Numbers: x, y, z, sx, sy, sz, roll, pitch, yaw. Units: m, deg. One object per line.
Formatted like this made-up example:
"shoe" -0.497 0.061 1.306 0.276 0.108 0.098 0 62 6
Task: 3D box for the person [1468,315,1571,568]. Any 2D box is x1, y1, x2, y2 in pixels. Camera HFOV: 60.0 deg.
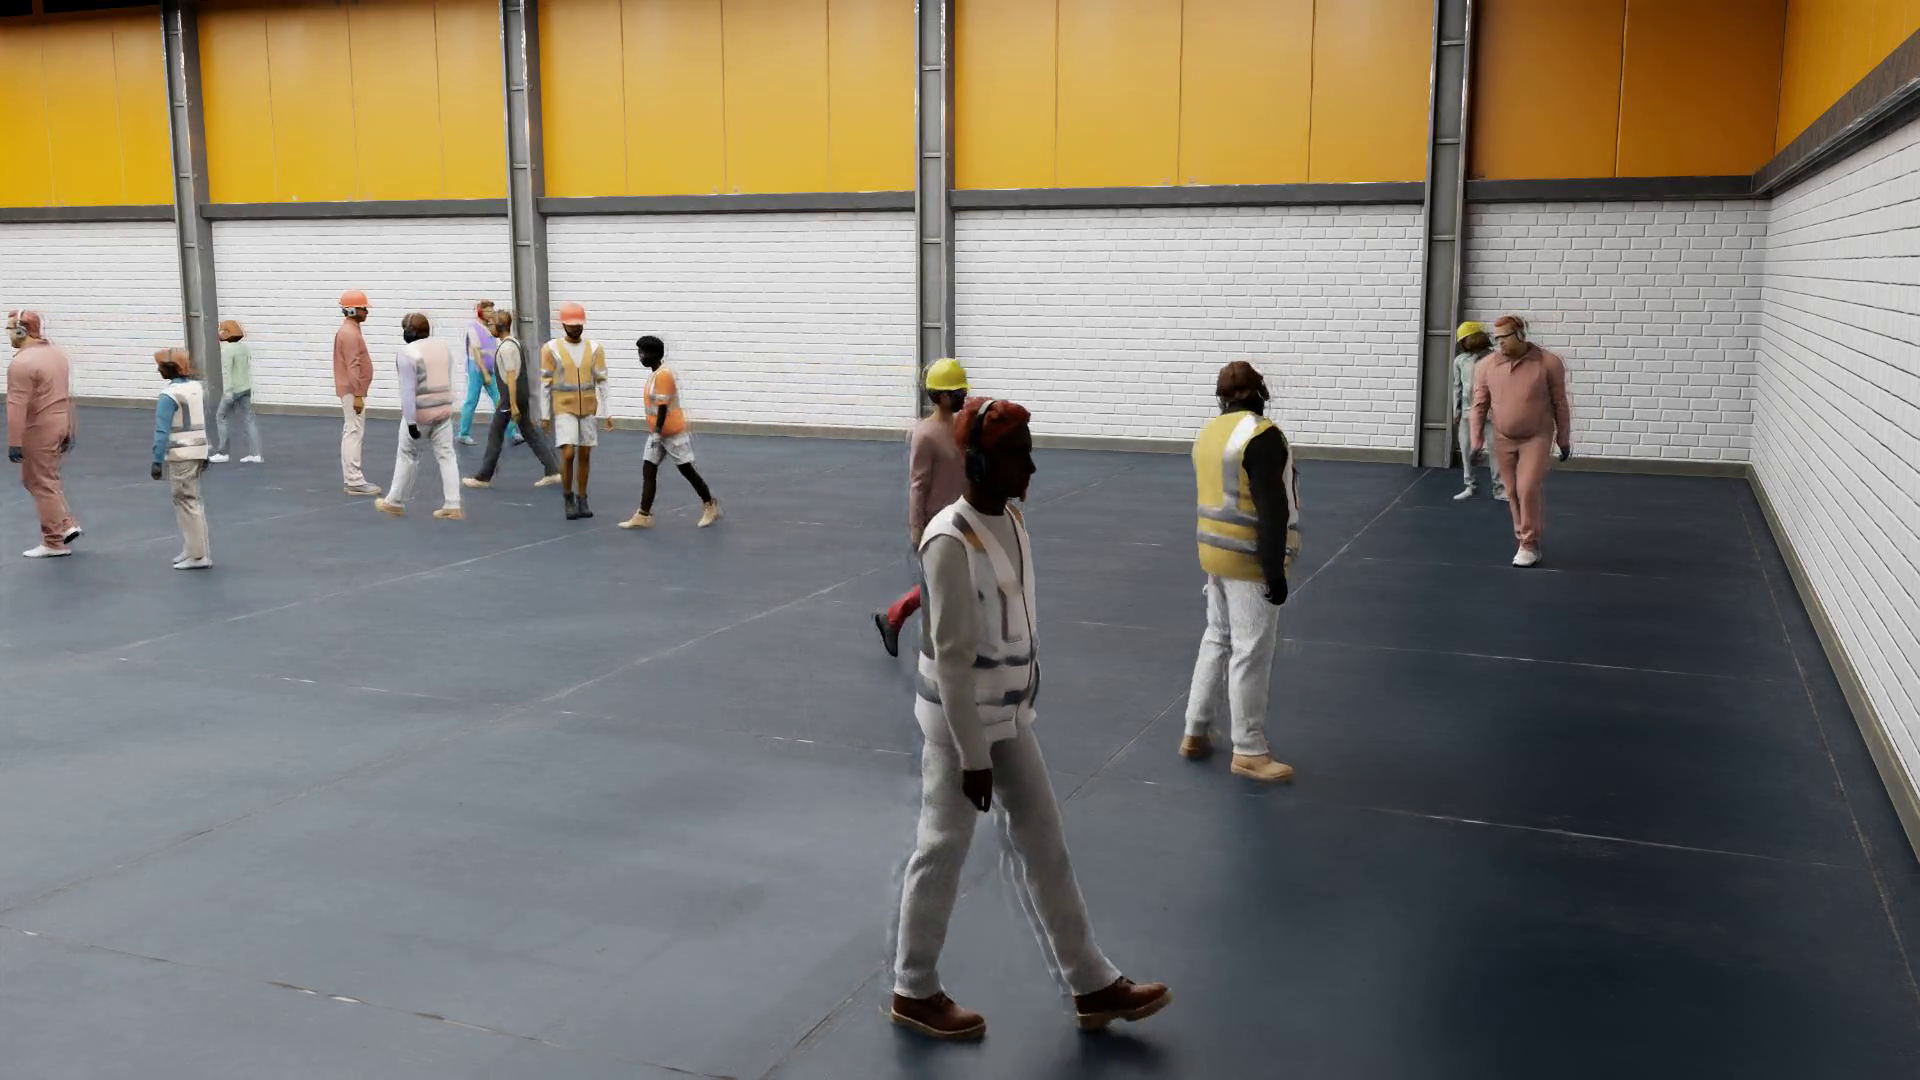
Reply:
"person" 4.139 -0.731 12.336 0.674 1.853 0.713 8 12 39

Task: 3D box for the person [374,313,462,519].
"person" -4.767 -1.085 14.623 0.897 1.802 0.640 5 11 29

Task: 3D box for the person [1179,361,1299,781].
"person" 1.245 0.131 7.288 0.431 1.808 0.704 -2 10 -15

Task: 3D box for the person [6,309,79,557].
"person" -7.026 -0.800 12.633 0.431 1.890 0.676 -1 9 -4

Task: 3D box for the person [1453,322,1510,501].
"person" 4.963 -1.198 15.636 0.675 1.697 0.390 5 11 30

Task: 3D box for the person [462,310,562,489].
"person" -4.442 -1.389 16.548 0.980 1.796 0.527 0 9 2

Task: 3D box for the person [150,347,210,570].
"person" -5.723 -0.586 12.110 0.479 1.624 0.548 0 9 2

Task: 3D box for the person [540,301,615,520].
"person" -3.353 -1.127 14.553 0.572 1.911 0.515 -6 11 -31

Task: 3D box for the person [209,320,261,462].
"person" -8.236 -1.663 18.720 0.678 1.608 0.519 1 9 7

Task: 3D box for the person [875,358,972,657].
"person" -0.144 -0.130 9.047 0.759 1.734 0.520 5 11 28

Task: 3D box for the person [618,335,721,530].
"person" -2.449 -0.910 14.039 0.844 1.654 0.526 -5 11 -28

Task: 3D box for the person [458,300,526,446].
"person" -5.812 -2.041 20.466 0.988 1.791 0.564 4 10 21

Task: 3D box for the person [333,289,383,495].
"person" -5.872 -1.436 16.185 0.395 1.994 0.612 -4 10 -24

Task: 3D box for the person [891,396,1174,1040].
"person" 0.185 0.535 4.683 0.860 1.850 0.613 4 10 23
